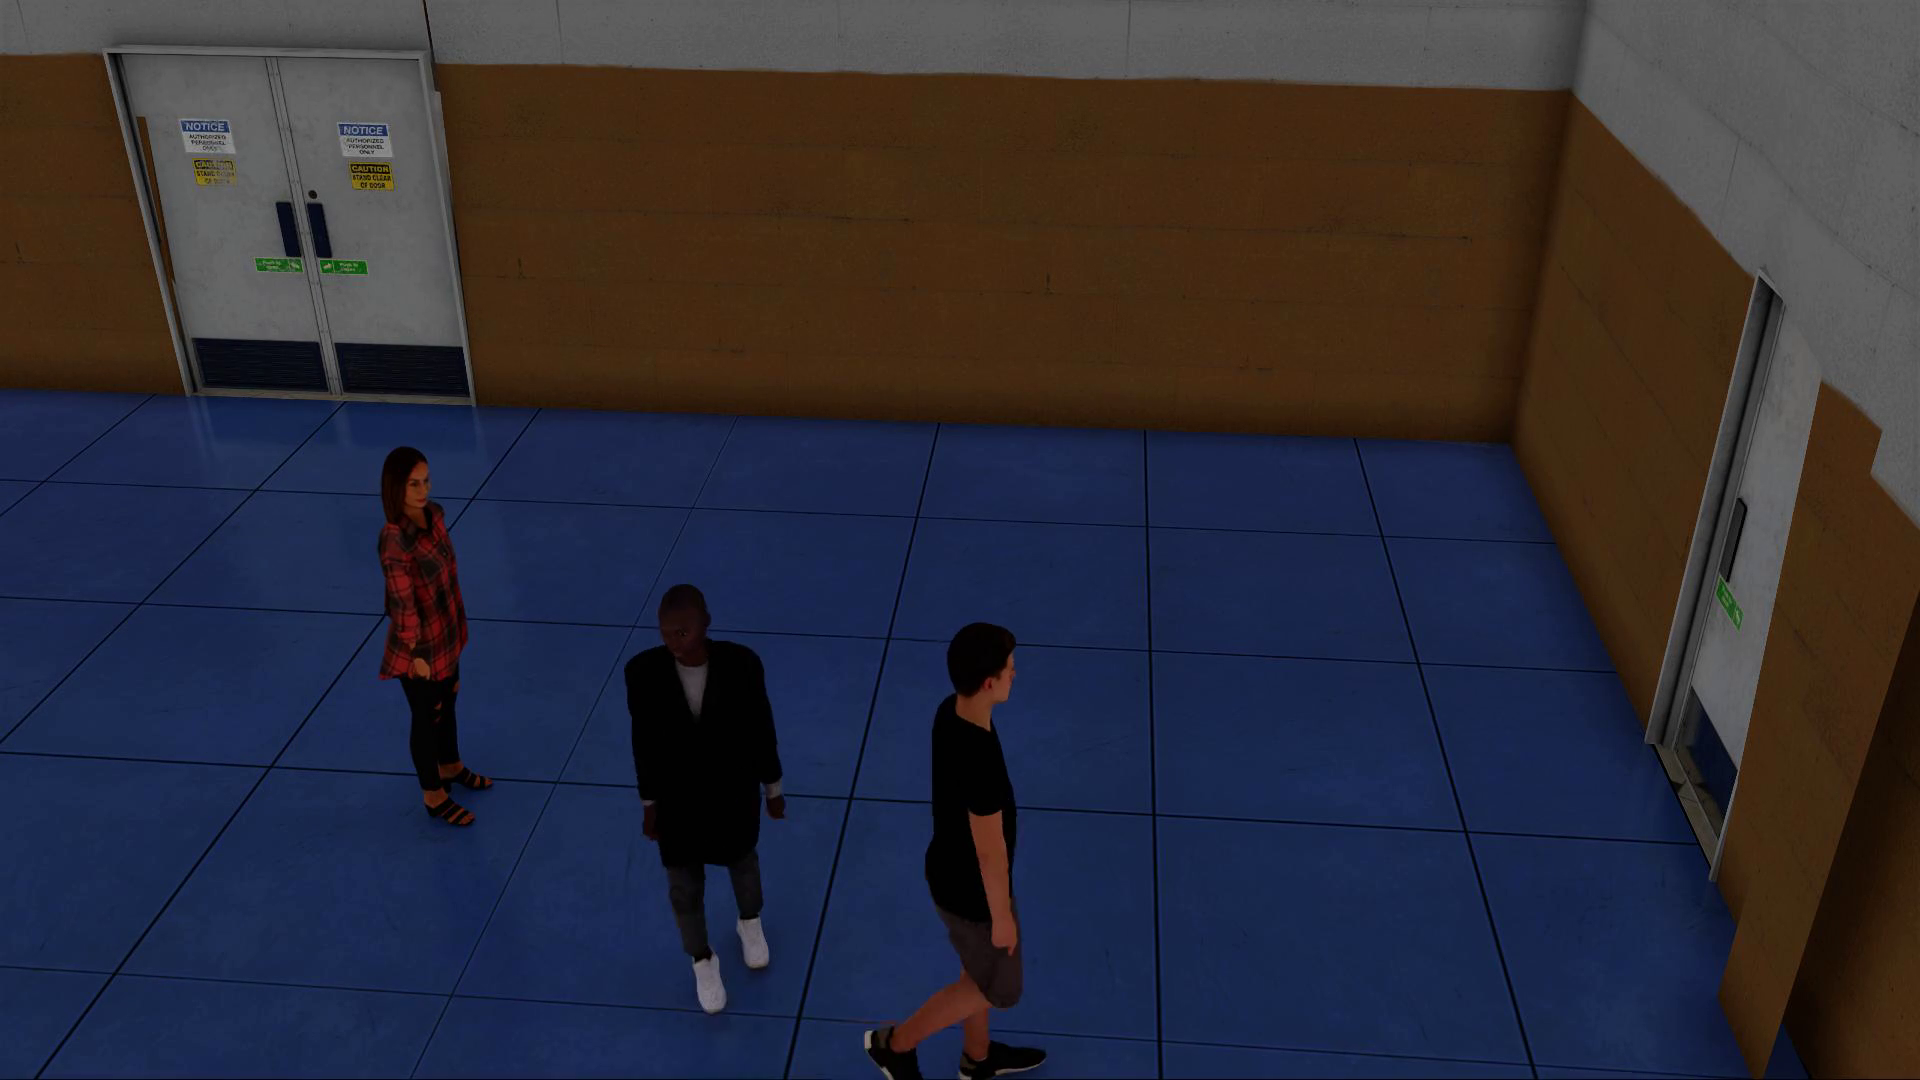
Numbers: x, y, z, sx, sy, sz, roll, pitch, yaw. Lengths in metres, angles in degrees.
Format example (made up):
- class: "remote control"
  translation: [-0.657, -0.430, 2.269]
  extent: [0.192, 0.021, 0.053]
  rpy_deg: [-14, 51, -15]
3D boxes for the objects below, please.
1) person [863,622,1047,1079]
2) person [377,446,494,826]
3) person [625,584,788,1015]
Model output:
- class: "person"
  translation: [-0.041, 1.113, 5.467]
  extent: [0.873, 1.845, 0.905]
  rpy_deg: [-4, 29, -8]
- class: "person"
  translation: [-2.220, 0.398, 6.930]
  extent: [0.662, 1.699, 0.485]
  rpy_deg: [3, 29, 6]
- class: "person"
  translation: [-0.940, 0.869, 6.024]
  extent: [0.778, 1.740, 0.838]
  rpy_deg: [-9, 30, -16]
